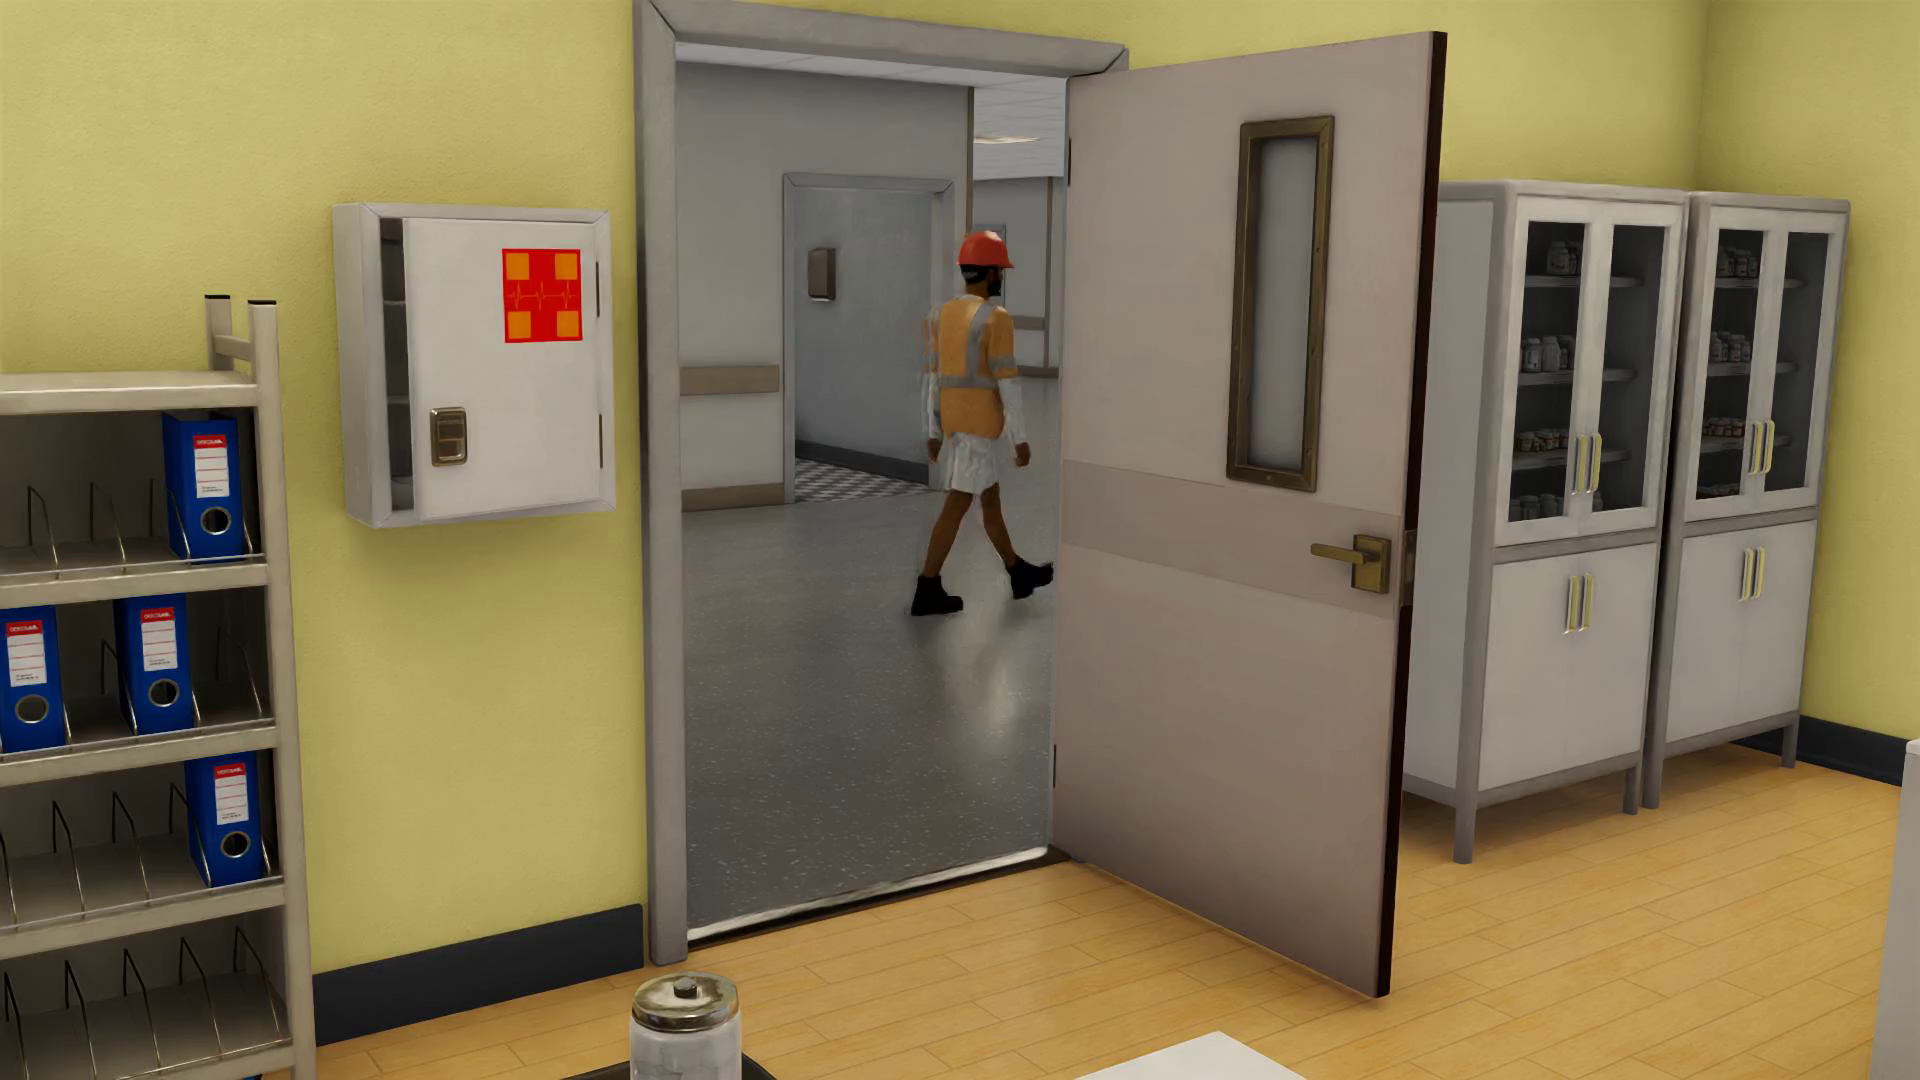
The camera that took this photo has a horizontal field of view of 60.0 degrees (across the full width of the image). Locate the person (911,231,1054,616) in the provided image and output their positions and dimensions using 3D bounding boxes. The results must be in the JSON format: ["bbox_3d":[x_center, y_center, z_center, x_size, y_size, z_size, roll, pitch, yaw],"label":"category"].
[{"bbox_3d":[0.133,-0.582,8.309,0.974,1.883,0.570,-6,12,-34],"label":"person"}]
